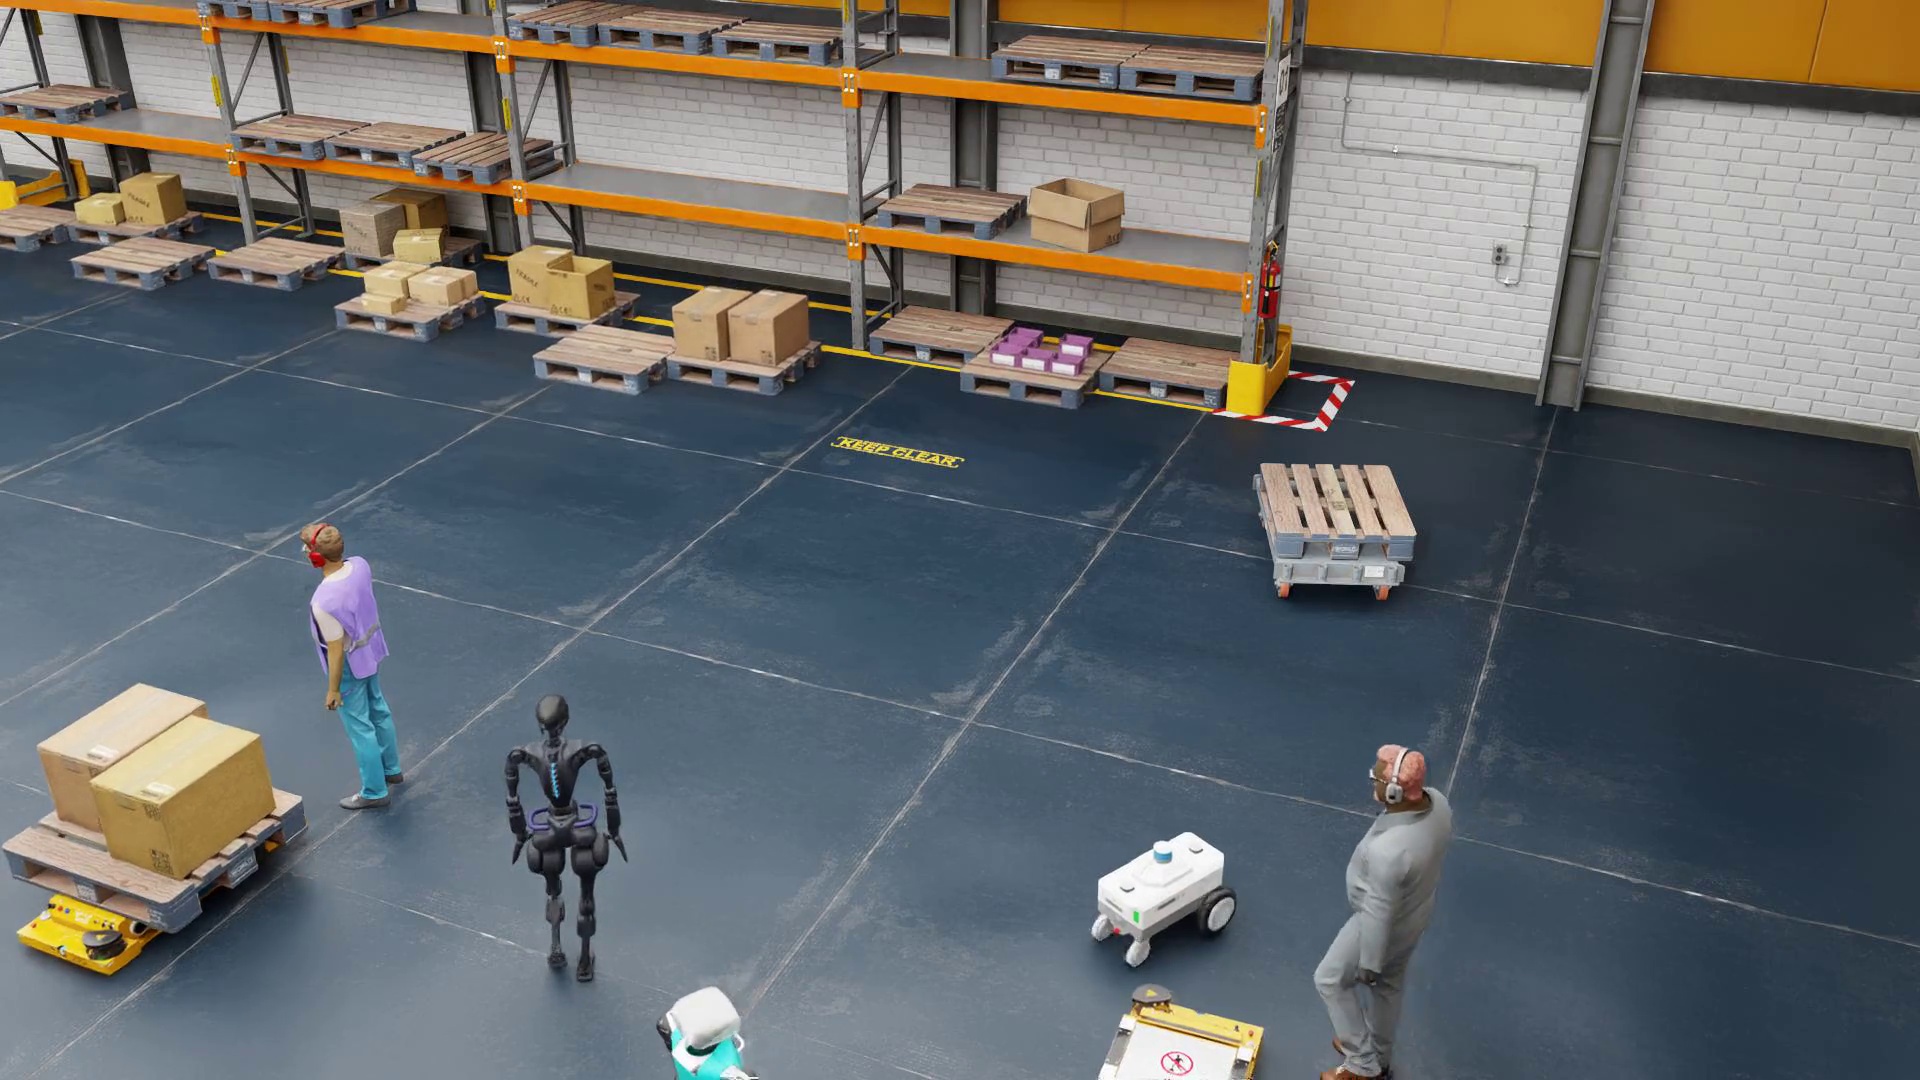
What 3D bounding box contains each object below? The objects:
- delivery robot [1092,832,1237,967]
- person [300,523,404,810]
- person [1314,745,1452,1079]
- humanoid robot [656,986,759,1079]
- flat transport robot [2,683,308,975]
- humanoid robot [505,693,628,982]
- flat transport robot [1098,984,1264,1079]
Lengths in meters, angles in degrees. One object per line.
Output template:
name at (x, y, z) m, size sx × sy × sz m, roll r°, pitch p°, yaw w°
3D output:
delivery robot at (1.080, 1.878, 8.946) m, size 0.739 × 0.566 × 0.499 m, roll -20°, pitch 34°, yaw -34°
person at (-3.561, 0.741, 9.777) m, size 0.378 × 1.842 × 0.568 m, roll 2°, pitch 27°, yaw 4°
person at (1.963, 1.761, 7.745) m, size 0.441 × 1.891 × 0.658 m, roll 22°, pitch 35°, yaw 36°
humanoid robot at (-0.707, 2.383, 6.755) m, size 0.936 × 1.766 × 0.555 m, roll -24°, pitch 36°, yaw -38°
flat transport robot at (-4.459, 1.850, 9.344) m, size 0.659 × 0.231 × 1.431 m, roll 11°, pitch 29°, yaw 21°
humanoid robot at (-2.005, 1.516, 8.456) m, size 0.587 × 1.642 × 0.350 m, roll -4°, pitch 28°, yaw -7°
flat transport robot at (0.952, 2.671, 7.752) m, size 0.659 × 0.231 × 1.431 m, roll 10°, pitch 29°, yaw 18°
